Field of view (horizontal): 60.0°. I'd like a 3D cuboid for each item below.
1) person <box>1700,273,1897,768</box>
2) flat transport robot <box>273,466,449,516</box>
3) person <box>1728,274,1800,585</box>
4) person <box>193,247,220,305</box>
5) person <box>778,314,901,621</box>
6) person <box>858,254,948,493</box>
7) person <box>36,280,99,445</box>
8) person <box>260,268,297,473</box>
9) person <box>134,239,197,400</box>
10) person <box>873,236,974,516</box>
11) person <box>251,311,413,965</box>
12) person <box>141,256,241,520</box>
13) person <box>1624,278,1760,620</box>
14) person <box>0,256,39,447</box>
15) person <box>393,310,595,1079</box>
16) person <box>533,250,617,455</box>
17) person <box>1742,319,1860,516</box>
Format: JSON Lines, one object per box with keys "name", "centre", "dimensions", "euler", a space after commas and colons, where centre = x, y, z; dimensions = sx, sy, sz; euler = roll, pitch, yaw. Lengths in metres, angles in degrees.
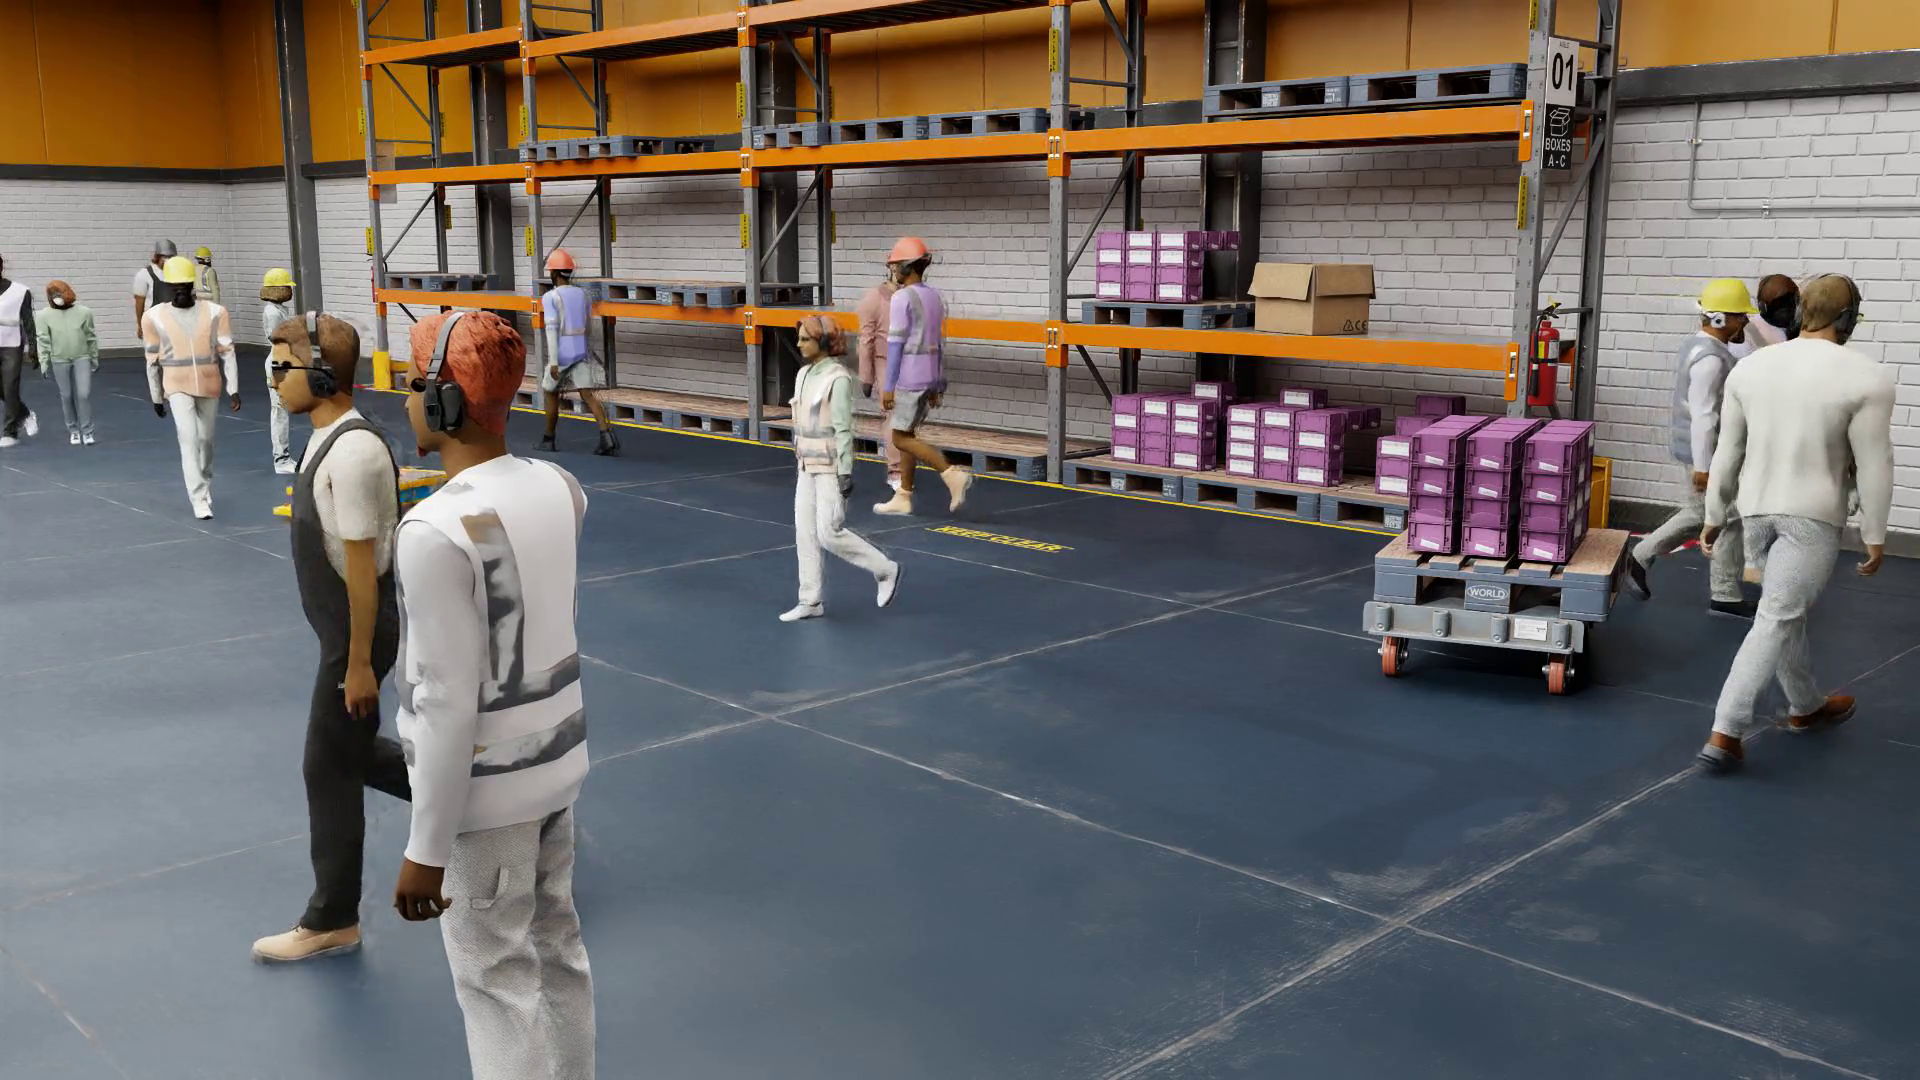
{"name": "person", "centre": [3.211, -0.072, 6.402], "dimensions": [1.057, 1.885, 0.645], "euler": [-6, 12, -28]}
{"name": "flat transport robot", "centre": [-4.317, -0.360, 12.333], "dimensions": [0.652, 0.197, 1.431], "euler": [4, 11, 21]}
{"name": "person", "centre": [4.668, -0.616, 9.552], "dimensions": [0.682, 1.811, 0.437], "euler": [-4, 11, -22]}
{"name": "person", "centre": [-12.352, -3.886, 27.301], "dimensions": [0.593, 1.833, 0.404], "euler": [5, 11, 25]}
{"name": "person", "centre": [-0.659, -0.376, 8.741], "dimensions": [0.568, 1.622, 0.521], "euler": [-6, 12, -29]}
{"name": "person", "centre": [-0.401, -1.294, 13.038], "dimensions": [0.660, 1.881, 0.775], "euler": [-8, 13, -37]}
{"name": "person", "centre": [-8.557, -1.694, 15.979], "dimensions": [0.515, 1.595, 0.662], "euler": [-6, 12, -28]}
{"name": "person", "centre": [-5.772, -1.439, 14.206], "dimensions": [0.297, 1.744, 0.487], "euler": [-4, 11, -20]}
{"name": "person", "centre": [-9.599, -2.693, 20.227], "dimensions": [1.036, 2.000, 0.689], "euler": [9, 14, 41]}
{"name": "person", "centre": [-0.268, -1.137, 11.806], "dimensions": [0.764, 2.021, 0.622], "euler": [4, 11, 21]}
{"name": "person", "centre": [-1.636, 0.268, 4.702], "dimensions": [0.732, 1.826, 0.513], "euler": [-5, 11, -25]}
{"name": "person", "centre": [-5.629, -1.128, 12.164], "dimensions": [0.588, 1.882, 1.001], "euler": [-7, 13, -35]}
{"name": "person", "centre": [3.938, -0.485, 8.857], "dimensions": [0.733, 1.805, 0.608], "euler": [4, 11, 19]}
{"name": "person", "centre": [-9.289, -1.871, 16.197], "dimensions": [0.628, 1.888, 0.818], "euler": [-1, 10, -5]}
{"name": "person", "centre": [-0.917, 0.498, 3.260], "dimensions": [0.356, 1.883, 0.572], "euler": [2, 11, 11]}
{"name": "person", "centre": [-3.579, -1.718, 15.347], "dimensions": [1.013, 1.893, 0.557], "euler": [8, 13, 37]}
{"name": "person", "centre": [4.118, -0.290, 8.185], "dimensions": [0.537, 1.658, 0.884], "euler": [3, 11, 16]}
